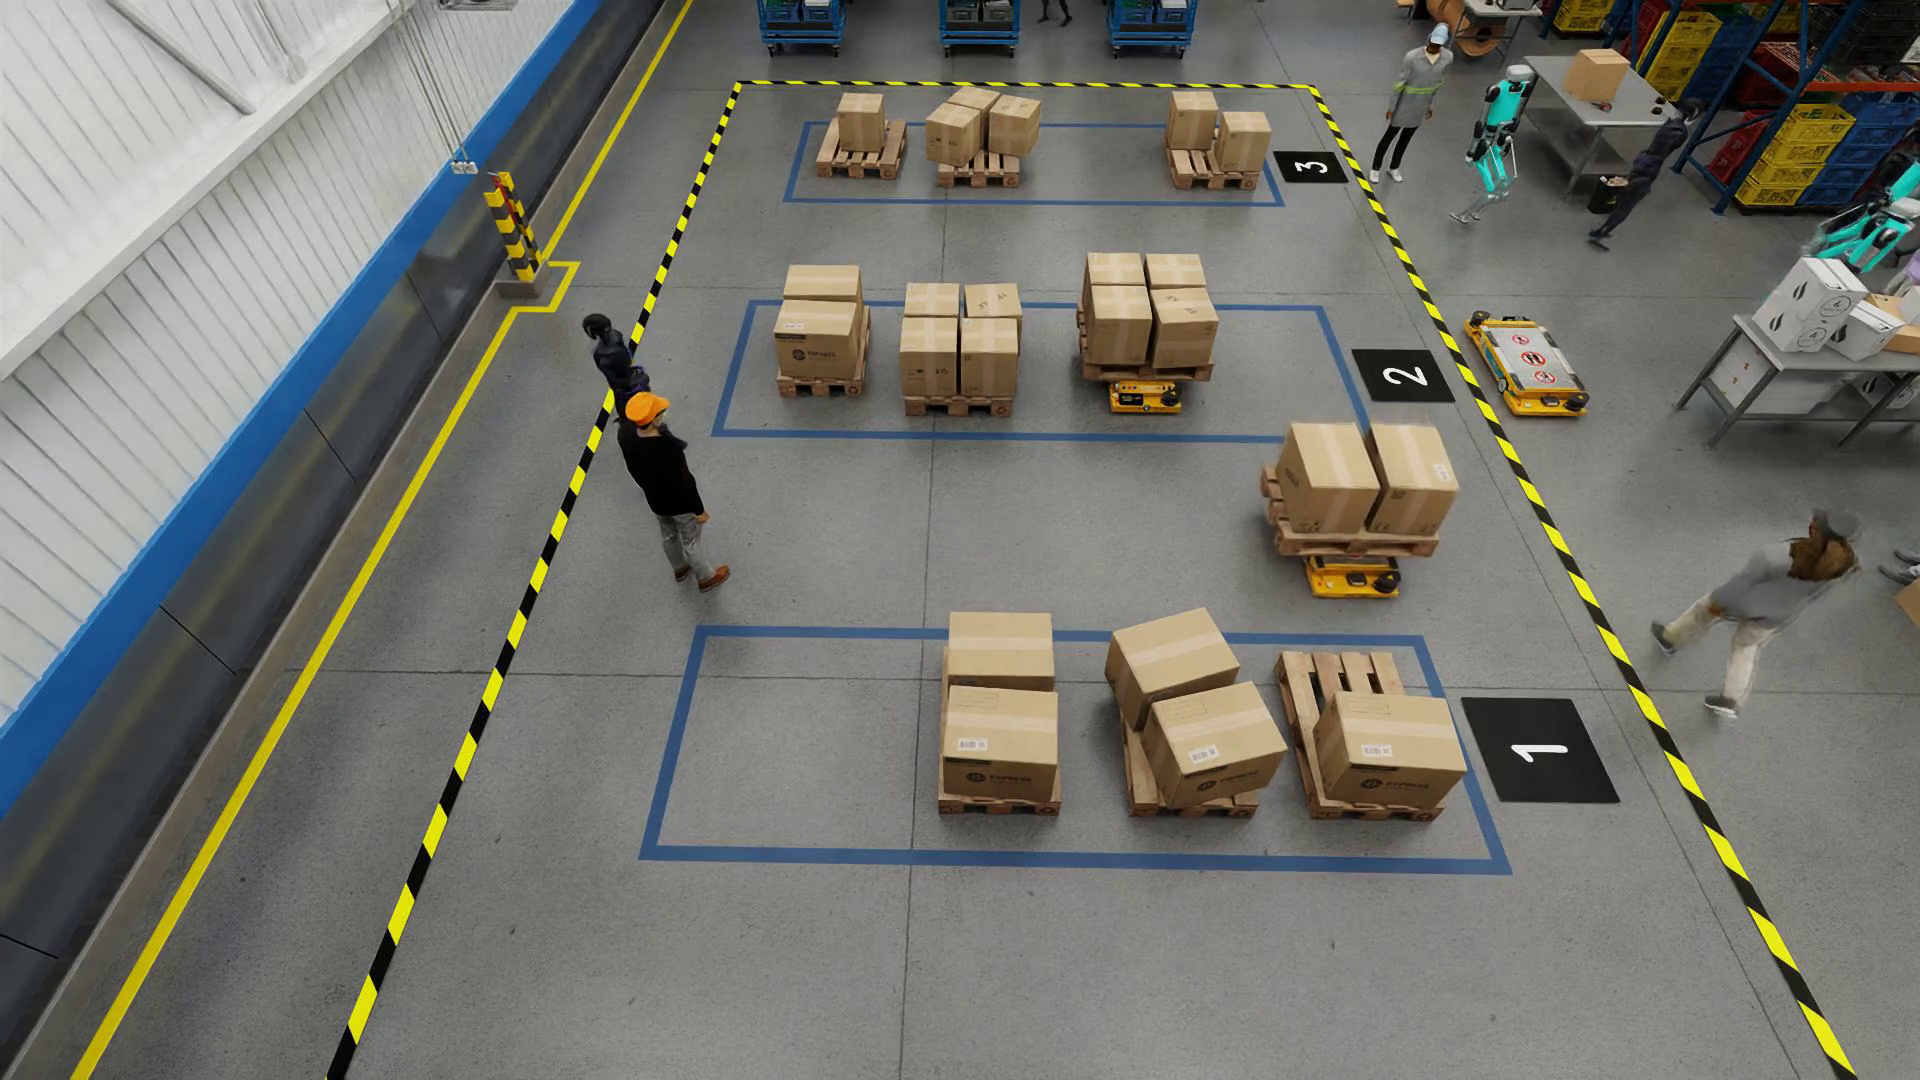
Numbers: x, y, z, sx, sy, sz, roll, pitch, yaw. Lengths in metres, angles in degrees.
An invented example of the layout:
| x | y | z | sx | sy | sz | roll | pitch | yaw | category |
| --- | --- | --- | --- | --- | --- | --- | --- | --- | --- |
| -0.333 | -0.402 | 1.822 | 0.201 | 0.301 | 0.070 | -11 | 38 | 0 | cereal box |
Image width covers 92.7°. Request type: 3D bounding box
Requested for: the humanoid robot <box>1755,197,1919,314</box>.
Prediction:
| x | y | z | sx | sy | sz | roll | pitch | yaw | category |
| --- | --- | --- | --- | --- | --- | --- | --- | --- | --- |
| 8.092 | -2.448 | 8.673 | 0.536 | 1.775 | 0.652 | -33 | 57 | -25 | humanoid robot |

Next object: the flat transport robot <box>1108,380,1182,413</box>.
| x | y | z | sx | sy | sz | roll | pitch | yaw | category |
| --- | --- | --- | --- | --- | --- | --- | --- | --- | --- |
| 1.773 | -1.807 | 9.079 | 0.652 | 0.197 | 1.431 | 1 | 49 | 1 | flat transport robot |

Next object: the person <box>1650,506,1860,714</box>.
| x | y | z | sx | sy | sz | roll | pitch | yaw | category |
| --- | --- | --- | --- | --- | --- | --- | --- | --- | --- |
| 5.412 | 0.435 | 6.185 | 0.575 | 1.734 | 0.850 | 6 | 49 | 5 | person |

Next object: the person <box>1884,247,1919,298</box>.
| x | y | z | sx | sy | sz | roll | pitch | yaw | category |
| --- | --- | --- | --- | --- | --- | --- | --- | --- | --- |
| 8.947 | -2.509 | 8.545 | 0.395 | 2.036 | 0.608 | 25 | 54 | 20 | person |

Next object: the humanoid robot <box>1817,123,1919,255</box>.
| x | y | z | sx | sy | sz | roll | pitch | yaw | category |
| --- | --- | --- | --- | --- | --- | --- | --- | --- | --- |
| 9.561 | -3.572 | 9.692 | 0.611 | 1.654 | 0.318 | -27 | 54 | -21 | humanoid robot |

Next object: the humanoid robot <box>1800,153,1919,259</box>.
| x | y | z | sx | sy | sz | roll | pitch | yaw | category |
| --- | --- | --- | --- | --- | --- | --- | --- | --- | --- |
| 9.154 | -3.247 | 9.400 | 0.670 | 1.837 | 0.531 | 22 | 53 | 18 | humanoid robot |

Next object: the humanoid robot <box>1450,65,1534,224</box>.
| x | y | z | sx | sy | sz | roll | pitch | yaw | category |
| --- | --- | --- | --- | --- | --- | --- | --- | --- | --- |
| 6.017 | -4.312 | 10.205 | 0.533 | 1.677 | 0.735 | -12 | 50 | -10 | humanoid robot |

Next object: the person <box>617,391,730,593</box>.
| x | y | z | sx | sy | sz | roll | pitch | yaw | category |
| --- | --- | --- | --- | --- | --- | --- | --- | --- | --- |
| -2.111 | -0.327 | 6.749 | 0.590 | 1.882 | 0.378 | 24 | 53 | 19 | person |

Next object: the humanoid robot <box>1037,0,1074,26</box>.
| x | y | z | sx | sy | sz | roll | pitch | yaw | category |
| --- | --- | --- | --- | --- | --- | --- | --- | --- | --- |
| 1.564 | -9.024 | 14.417 | 0.587 | 1.636 | 0.414 | 30 | 55 | 23 | humanoid robot |

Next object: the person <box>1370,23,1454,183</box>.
| x | y | z | sx | sy | sz | roll | pitch | yaw | category |
| --- | --- | --- | --- | --- | --- | --- | --- | --- | --- |
| 5.431 | -5.204 | 10.992 | 0.591 | 1.849 | 0.397 | -3 | 49 | -2 | person |

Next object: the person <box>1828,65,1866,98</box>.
| x | y | z | sx | sy | sz | roll | pitch | yaw | category |
| --- | --- | --- | --- | --- | --- | --- | --- | --- | --- |
| 12.801 | -7.079 | 12.630 | 0.429 | 1.833 | 0.639 | 20 | 52 | 17 | person |

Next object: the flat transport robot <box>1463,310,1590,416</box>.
| x | y | z | sx | sy | sz | roll | pitch | yaw | category |
| --- | --- | --- | --- | --- | --- | --- | --- | --- | --- |
| 5.573 | -1.757 | 9.054 | 0.659 | 0.231 | 1.431 | 1 | 49 | 1 | flat transport robot |

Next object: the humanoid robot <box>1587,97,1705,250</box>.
| x | y | z | sx | sy | sz | roll | pitch | yaw | category |
| --- | --- | --- | --- | --- | --- | --- | --- | --- | --- |
| 7.538 | -4.034 | 10.102 | 0.391 | 1.638 | 0.662 | 20 | 52 | 17 | humanoid robot |

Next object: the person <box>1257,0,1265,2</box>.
| x | y | z | sx | sy | sz | roll | pitch | yaw | category |
| --- | --- | --- | --- | --- | --- | --- | --- | --- | --- |
| 5.054 | -9.938 | 15.033 | 0.630 | 1.938 | 0.373 | 20 | 52 | 17 | person |

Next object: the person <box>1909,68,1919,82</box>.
| x | y | z | sx | sy | sz | roll | pitch | yaw | category |
| --- | --- | --- | --- | --- | --- | --- | --- | --- | --- |
| 14.058 | -7.175 | 12.718 | 0.584 | 1.824 | 0.404 | 19 | 52 | 16 | person |

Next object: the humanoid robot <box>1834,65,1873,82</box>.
| x | y | z | sx | sy | sz | roll | pitch | yaw | category |
| --- | --- | --- | --- | --- | --- | --- | --- | --- | --- |
| 13.173 | -7.325 | 12.943 | 0.593 | 1.645 | 0.363 | -11 | 50 | -9 | humanoid robot |

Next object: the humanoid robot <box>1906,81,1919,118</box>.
| x | y | z | sx | sy | sz | roll | pitch | yaw | category |
| --- | --- | --- | --- | --- | --- | --- | --- | --- | --- |
| 12.734 | -6.029 | 11.831 | 0.662 | 1.864 | 0.531 | -22 | 53 | -18 | humanoid robot |

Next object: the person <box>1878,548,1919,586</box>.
| x | y | z | sx | sy | sz | roll | pitch | yaw | category |
| --- | --- | --- | --- | --- | --- | --- | --- | --- | --- |
| 7.727 | -0.361 | 6.744 | 0.602 | 1.939 | 0.412 | -30 | 56 | -24 | person |

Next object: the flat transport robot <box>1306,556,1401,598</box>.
| x | y | z | sx | sy | sz | roll | pitch | yaw | category |
| --- | --- | --- | --- | --- | --- | --- | --- | --- | --- |
| 3.136 | -0.141 | 7.637 | 0.652 | 0.197 | 1.431 | 1 | 49 | 1 | flat transport robot |

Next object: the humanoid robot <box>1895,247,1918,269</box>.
| x | y | z | sx | sy | sz | roll | pitch | yaw | category |
| --- | --- | --- | --- | --- | --- | --- | --- | --- | --- |
| 10.719 | -3.609 | 9.751 | 0.577 | 1.641 | 0.597 | 8 | 50 | 7 | humanoid robot |

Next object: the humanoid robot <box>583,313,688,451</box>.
| x | y | z | sx | sy | sz | roll | pitch | yaw | category |
| --- | --- | --- | --- | --- | --- | --- | --- | --- | --- |
| -2.681 | -1.214 | 7.656 | 0.455 | 1.647 | 0.619 | -4 | 49 | -3 | humanoid robot |
